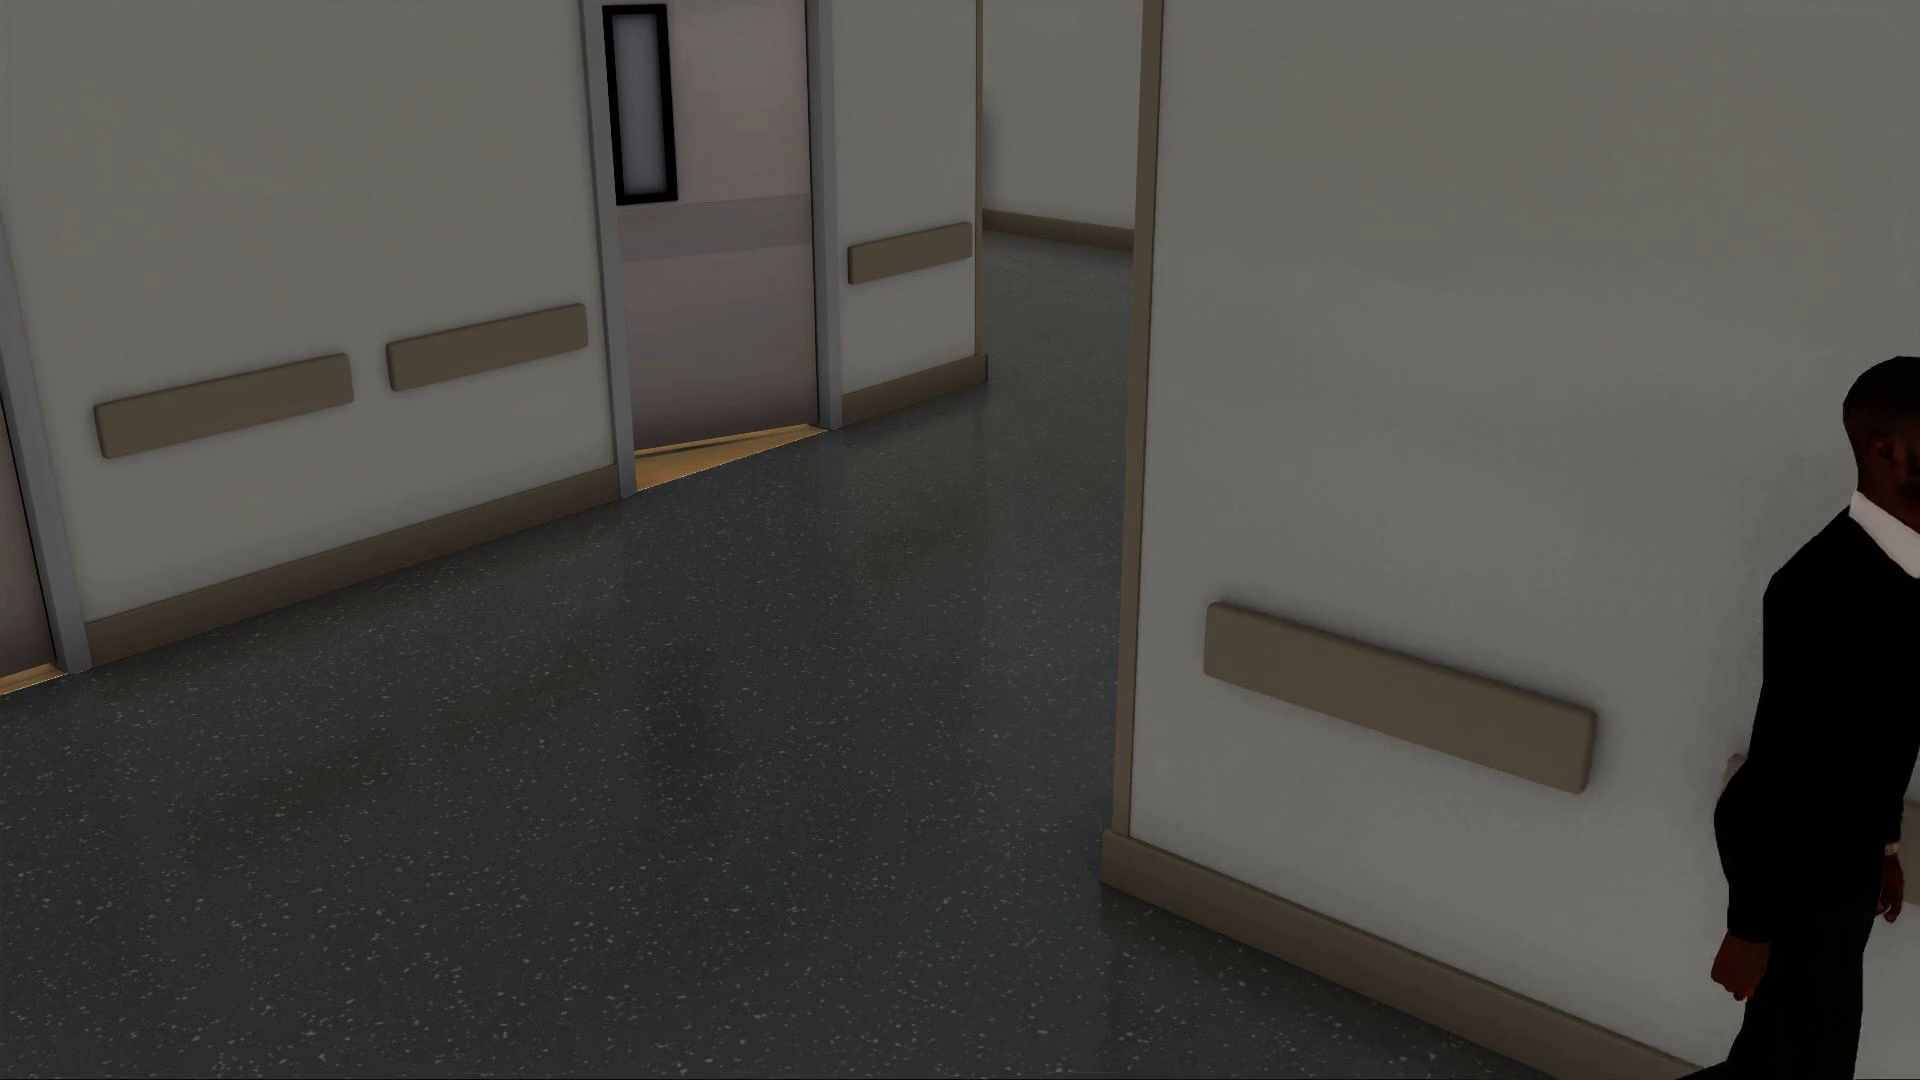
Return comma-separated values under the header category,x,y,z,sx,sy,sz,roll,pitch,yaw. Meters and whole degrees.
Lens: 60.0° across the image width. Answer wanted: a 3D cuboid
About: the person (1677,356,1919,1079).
category,x,y,z,sx,sy,sz,roll,pitch,yaw
person,1.396,0.540,2.952,0.695,1.793,0.685,16,26,36
